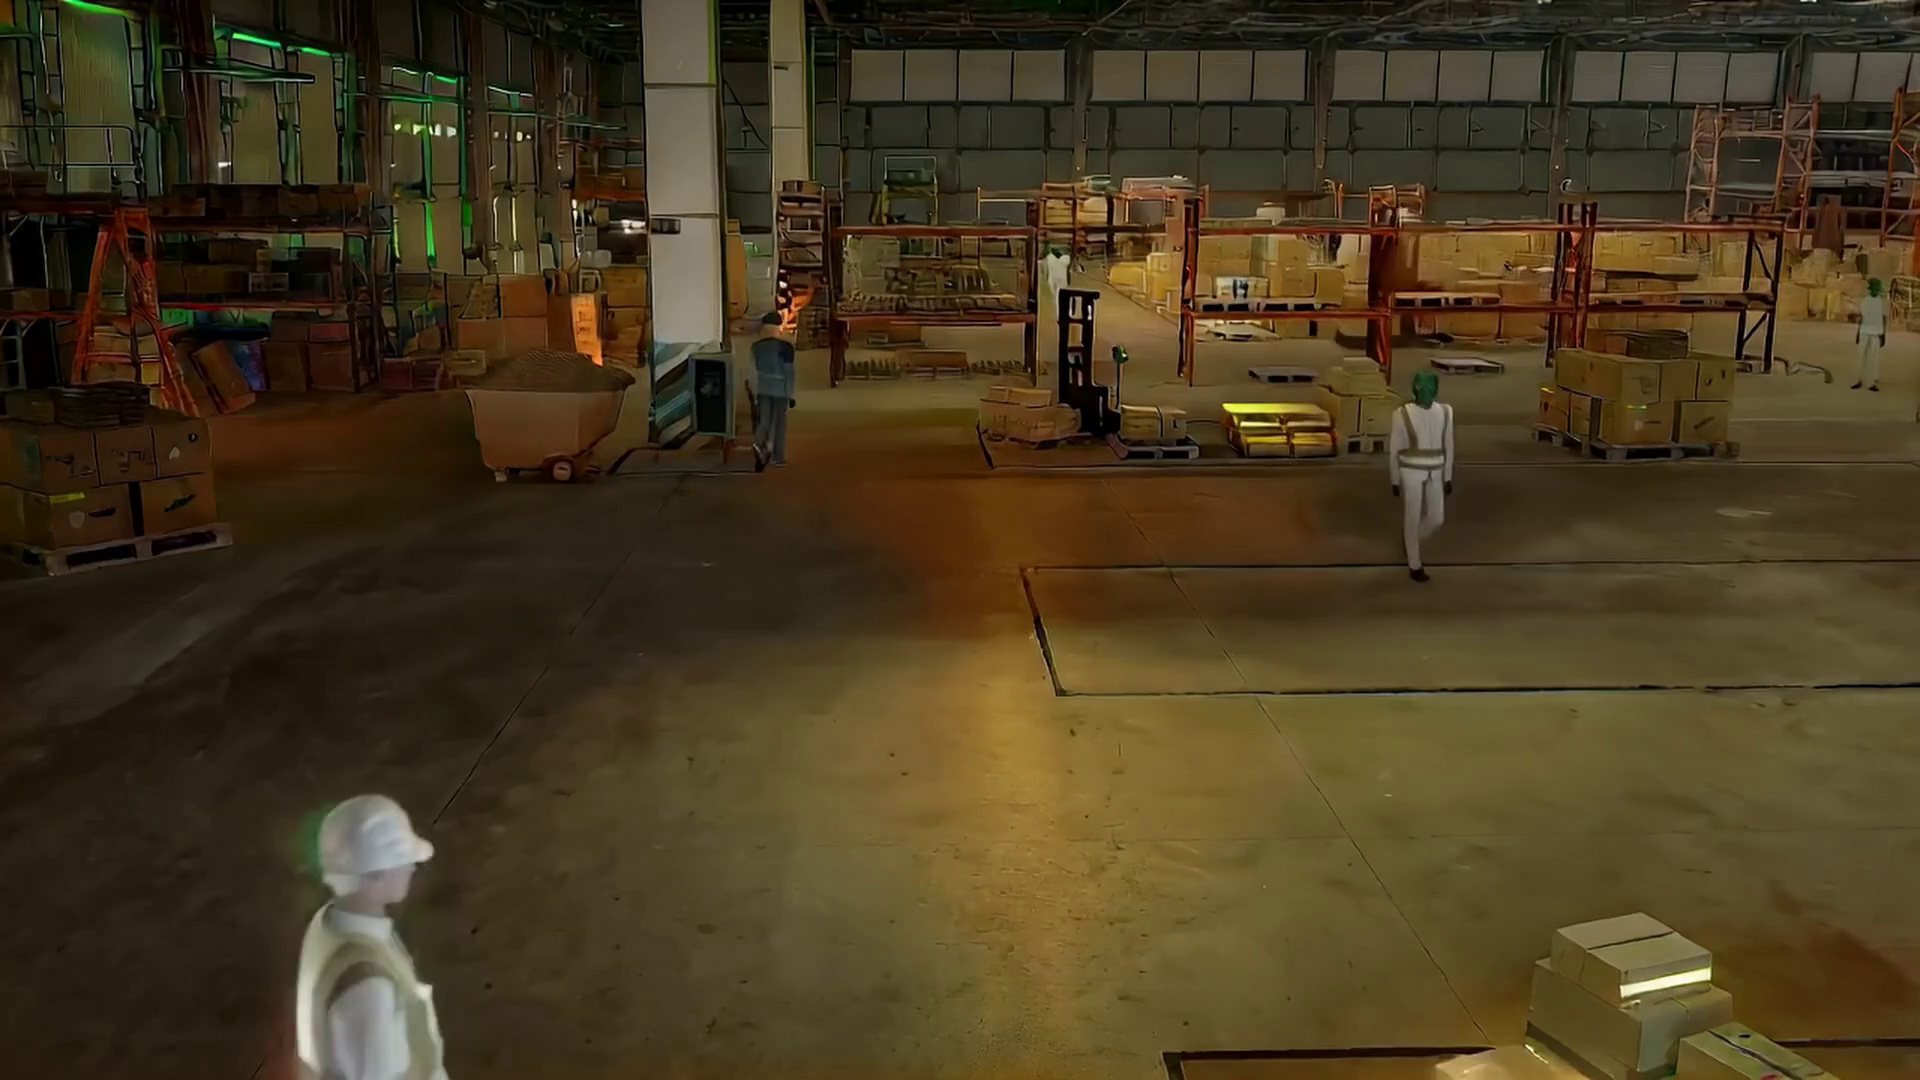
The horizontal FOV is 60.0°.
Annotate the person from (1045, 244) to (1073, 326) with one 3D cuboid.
[{"bbox_3d":[2.322,-5.961,38.900,0.639,1.876,1.049,-2,13,-10],"label":"person"}]

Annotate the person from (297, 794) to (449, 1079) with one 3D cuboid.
[{"bbox_3d":[-1.682,1.623,4.576,0.802,1.925,0.614,-6,14,-24],"label":"person"}]

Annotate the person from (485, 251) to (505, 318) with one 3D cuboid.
[{"bbox_3d":[-11.472,-6.269,40.875,0.525,1.632,0.320,11,17,41],"label":"person"}]

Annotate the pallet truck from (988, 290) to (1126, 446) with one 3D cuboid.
[{"bbox_3d":[1.257,-2.299,22.111,1.885,1.965,0.823,-9,15,-35],"label":"pallet truck"}]

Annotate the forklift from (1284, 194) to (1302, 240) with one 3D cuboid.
[{"bbox_3d":[10.940,-9.999,54.865,1.873,2.768,1.129,0,12,-2],"label":"forklift"}]

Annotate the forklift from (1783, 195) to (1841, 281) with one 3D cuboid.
[{"bbox_3d":[27.744,-9.683,53.440,1.873,2.768,1.129,0,12,-2],"label":"forklift"}]

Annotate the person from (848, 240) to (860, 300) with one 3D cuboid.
[{"bbox_3d":[-2.931,-7.436,46.011,0.321,1.689,0.530,-2,13,-9],"label":"person"}]

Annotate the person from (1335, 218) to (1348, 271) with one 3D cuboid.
[{"bbox_3d":[13.789,-10.599,59.787,0.649,1.913,0.697,6,14,25],"label":"person"}]

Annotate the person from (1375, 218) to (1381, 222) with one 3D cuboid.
[{"bbox_3d":[15.133,-10.665,60.075,0.563,1.914,0.609,-5,13,-20],"label":"person"}]

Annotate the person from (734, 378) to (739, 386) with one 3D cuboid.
[{"bbox_3d":[-4.018,-3.307,27.096,0.654,1.802,0.901,8,15,34],"label":"person"}]

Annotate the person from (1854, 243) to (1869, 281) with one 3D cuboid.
[{"bbox_3d":[23.868,-7.008,44.092,0.536,1.685,0.382,-10,16,-38],"label":"person"}]

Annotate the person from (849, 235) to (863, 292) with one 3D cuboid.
[{"bbox_3d":[-3.128,-8.346,49.605,0.392,1.919,0.581,-11,16,-40],"label":"person"}]

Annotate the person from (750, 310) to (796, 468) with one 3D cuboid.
[{"bbox_3d":[-2.275,-1.799,20.038,0.586,1.917,0.535,5,13,22],"label":"person"}]

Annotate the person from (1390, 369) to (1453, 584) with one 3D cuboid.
[{"bbox_3d":[4.024,-0.568,14.586,0.602,1.873,0.546,-3,13,-14],"label":"person"}]

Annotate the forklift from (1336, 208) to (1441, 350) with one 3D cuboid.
[{"bbox_3d":[8.699,-5.289,33.601,1.873,2.768,1.129,0,12,-2],"label":"forklift"}]

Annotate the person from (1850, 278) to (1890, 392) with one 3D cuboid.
[{"bbox_3d":[14.924,-3.362,27.233,0.333,1.859,0.527,-6,14,-26],"label":"person"}]
